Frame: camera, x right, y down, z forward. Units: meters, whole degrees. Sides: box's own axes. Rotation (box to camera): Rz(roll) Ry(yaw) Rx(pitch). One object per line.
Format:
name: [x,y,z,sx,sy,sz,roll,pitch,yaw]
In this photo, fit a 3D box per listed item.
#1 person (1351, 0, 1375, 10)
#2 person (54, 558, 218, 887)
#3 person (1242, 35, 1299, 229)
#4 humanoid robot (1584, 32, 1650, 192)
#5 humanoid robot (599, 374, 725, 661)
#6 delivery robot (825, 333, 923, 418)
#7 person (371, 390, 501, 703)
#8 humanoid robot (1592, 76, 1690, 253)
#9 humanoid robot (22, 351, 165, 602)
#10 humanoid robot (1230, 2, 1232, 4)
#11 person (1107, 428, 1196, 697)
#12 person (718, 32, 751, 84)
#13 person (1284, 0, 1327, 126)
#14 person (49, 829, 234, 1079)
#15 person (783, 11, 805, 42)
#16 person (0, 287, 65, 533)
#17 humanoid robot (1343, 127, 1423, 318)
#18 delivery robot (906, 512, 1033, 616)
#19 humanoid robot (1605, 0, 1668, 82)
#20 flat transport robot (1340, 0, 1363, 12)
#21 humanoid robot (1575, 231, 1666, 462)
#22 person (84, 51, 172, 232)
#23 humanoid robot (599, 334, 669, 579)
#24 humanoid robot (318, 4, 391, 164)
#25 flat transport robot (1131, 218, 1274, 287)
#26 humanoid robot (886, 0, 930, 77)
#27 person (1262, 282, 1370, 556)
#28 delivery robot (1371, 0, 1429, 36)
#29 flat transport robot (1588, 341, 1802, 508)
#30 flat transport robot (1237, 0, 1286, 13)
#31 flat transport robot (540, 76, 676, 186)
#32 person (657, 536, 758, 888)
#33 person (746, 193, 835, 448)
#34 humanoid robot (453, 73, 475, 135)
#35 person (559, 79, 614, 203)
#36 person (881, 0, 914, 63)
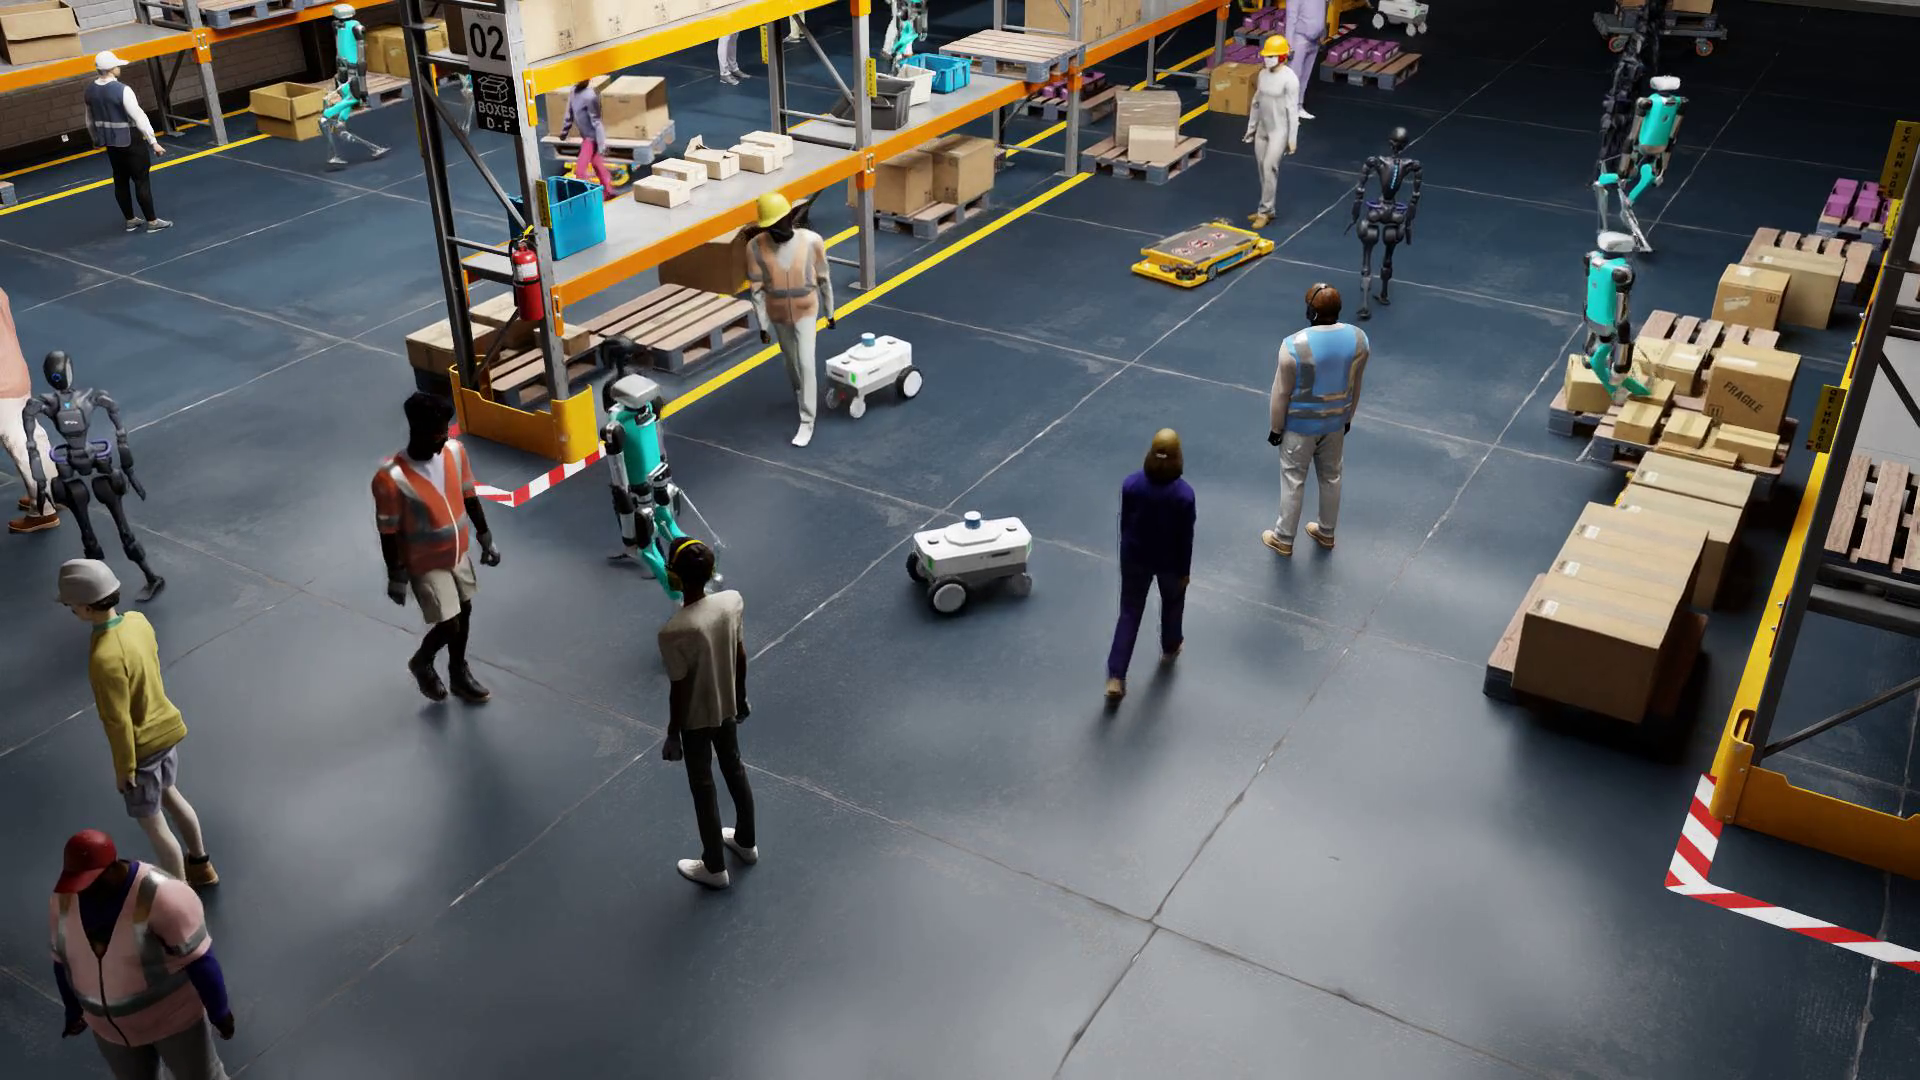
person: [6.215,-9.000,25.351,0.562,1.752,0.326,-10,31,-17]
person: [-3.778,0.917,7.690,0.412,1.878,0.493,-2,30,-4]
person: [3.060,-4.027,16.426,0.435,1.880,0.606,-18,34,-29]
humanoid robot: [6.928,-4.489,17.451,0.613,1.661,0.322,-23,37,-35]
humanoid robot: [-1.651,-0.060,9.606,0.663,1.844,0.548,10,31,17]
delivery robot: [-0.694,-1.318,13.002,0.499,0.614,0.818,23,37,35]
person: [-2.856,0.080,9.108,0.433,1.933,0.647,15,33,24]
humanoid robot: [6.392,-3.569,15.788,0.555,1.743,1.020,-7,30,-13]
humanoid robot: [-5.339,-0.363,10.147,0.608,1.642,0.441,-13,32,-22]
humanoid robot: [4.177,-9.144,25.685,0.346,1.643,0.595,-22,36,-34]
person: [1.077,0.125,9.379,0.447,1.588,0.810,11,31,19]
person: [-3.000,-6.905,21.449,0.421,1.950,0.499,10,31,18]
person: [4.088,-5.893,19.732,0.667,1.896,0.453,-26,38,-37]
person: [-3.077,1.782,6.294,0.640,1.746,0.419,1,29,2]
person: [-2.401,-7.948,23.492,0.336,1.749,0.573,8,30,14]
person: [-6.328,-1.008,10.971,0.372,1.997,0.609,-6,30,-10]
humanoid robot: [3.658,-2.782,14.463,0.602,1.640,0.610,1,29,2]
delivery robot: [0.075,0.094,10.454,0.739,0.564,0.499,-9,31,-16]
humanoid robot: [8.897,-6.755,21.517,0.791,1.635,0.593,24,38,36]
flat transport robot: [5.480,-8.459,25.905,1.431,0.231,0.659,23,37,34]
humanoid robot: [4.776,-1.311,11.795,0.865,1.783,0.564,-1,30,-2]
person: [-8.204,-3.898,16.323,0.772,1.755,0.437,7,30,12]
humanoid robot: [-2.060,-0.506,10.417,0.503,1.645,0.610,-3,30,-5]
humanoid robot: [-6.801,-4.898,18.148,0.542,1.746,1.033,23,37,35]
flat transport robot: [2.314,-2.725,15.761,0.659,0.231,1.431,24,37,36]
humanoid robot: [-0.792,-6.406,20.827,0.530,1.774,1.002,25,38,37]
person: [2.269,-0.770,10.721,0.622,1.835,0.431,-10,31,-16]
delivery robot: [6.435,-7.676,24.228,0.499,0.592,0.783,-22,36,-34]
flat transport robot: [5.132,-0.472,11.776,0.659,0.231,1.431,16,33,27]
flat transport robot: [5.018,-8.248,25.533,1.431,0.231,0.659,1,29,2]
flat transport robot: [-3.853,-4.215,18.397,0.659,0.231,1.431,4,30,7]
person: [-1.204,0.820,7.866,0.312,1.868,0.527,21,36,33]
person: [-1.240,-1.688,12.314,0.619,1.862,0.921,0,29,0]
humanoid robot: [-5.728,-5.638,19.481,0.555,1.841,0.898,23,37,35]
person: [-3.813,-4.005,16.655,0.680,1.608,0.593,-14,32,-23]
person: [-0.770,-7.376,22.314,0.439,1.927,0.643,22,36,33]
